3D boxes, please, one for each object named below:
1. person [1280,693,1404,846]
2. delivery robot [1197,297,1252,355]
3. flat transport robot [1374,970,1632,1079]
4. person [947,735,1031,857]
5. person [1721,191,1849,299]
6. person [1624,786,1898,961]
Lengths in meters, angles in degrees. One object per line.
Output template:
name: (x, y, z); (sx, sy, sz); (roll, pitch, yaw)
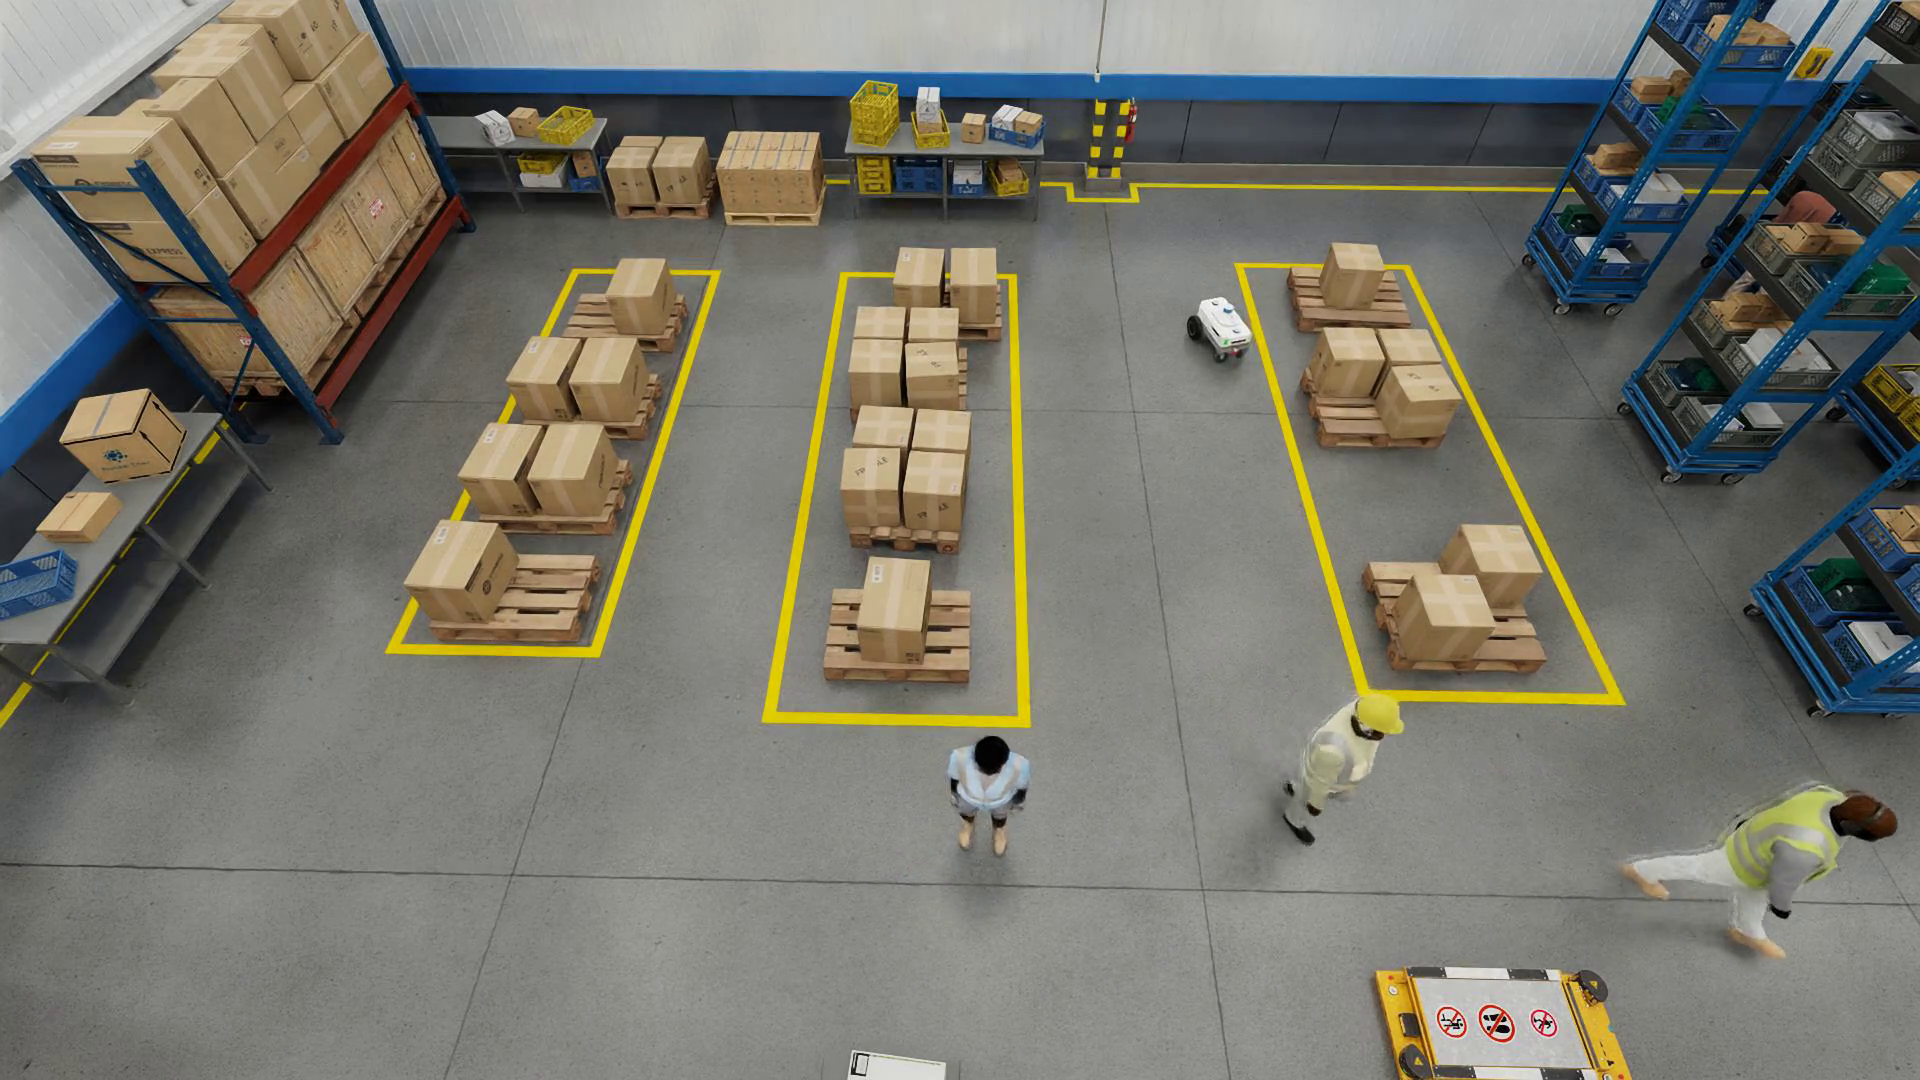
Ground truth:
person: (2.524, 1.558, 6.209); (0.608, 1.819, 0.425); (-32, 58, -23)
delivery robot: (2.932, -2.391, 10.177); (0.477, 0.478, 0.707); (-12, 52, -10)
flat transport robot: (3.501, 3.133, 5.914); (1.431, 0.197, 0.652); (1, 51, 1)
person: (0.191, 1.708, 6.170); (0.553, 1.679, 0.381); (5, 51, 4)
person: (8.919, -3.079, 9.888); (0.411, 1.980, 0.626); (-20, 53, -15)
person: (5.151, 2.076, 5.802); (0.619, 1.784, 0.958); (-30, 57, -22)
